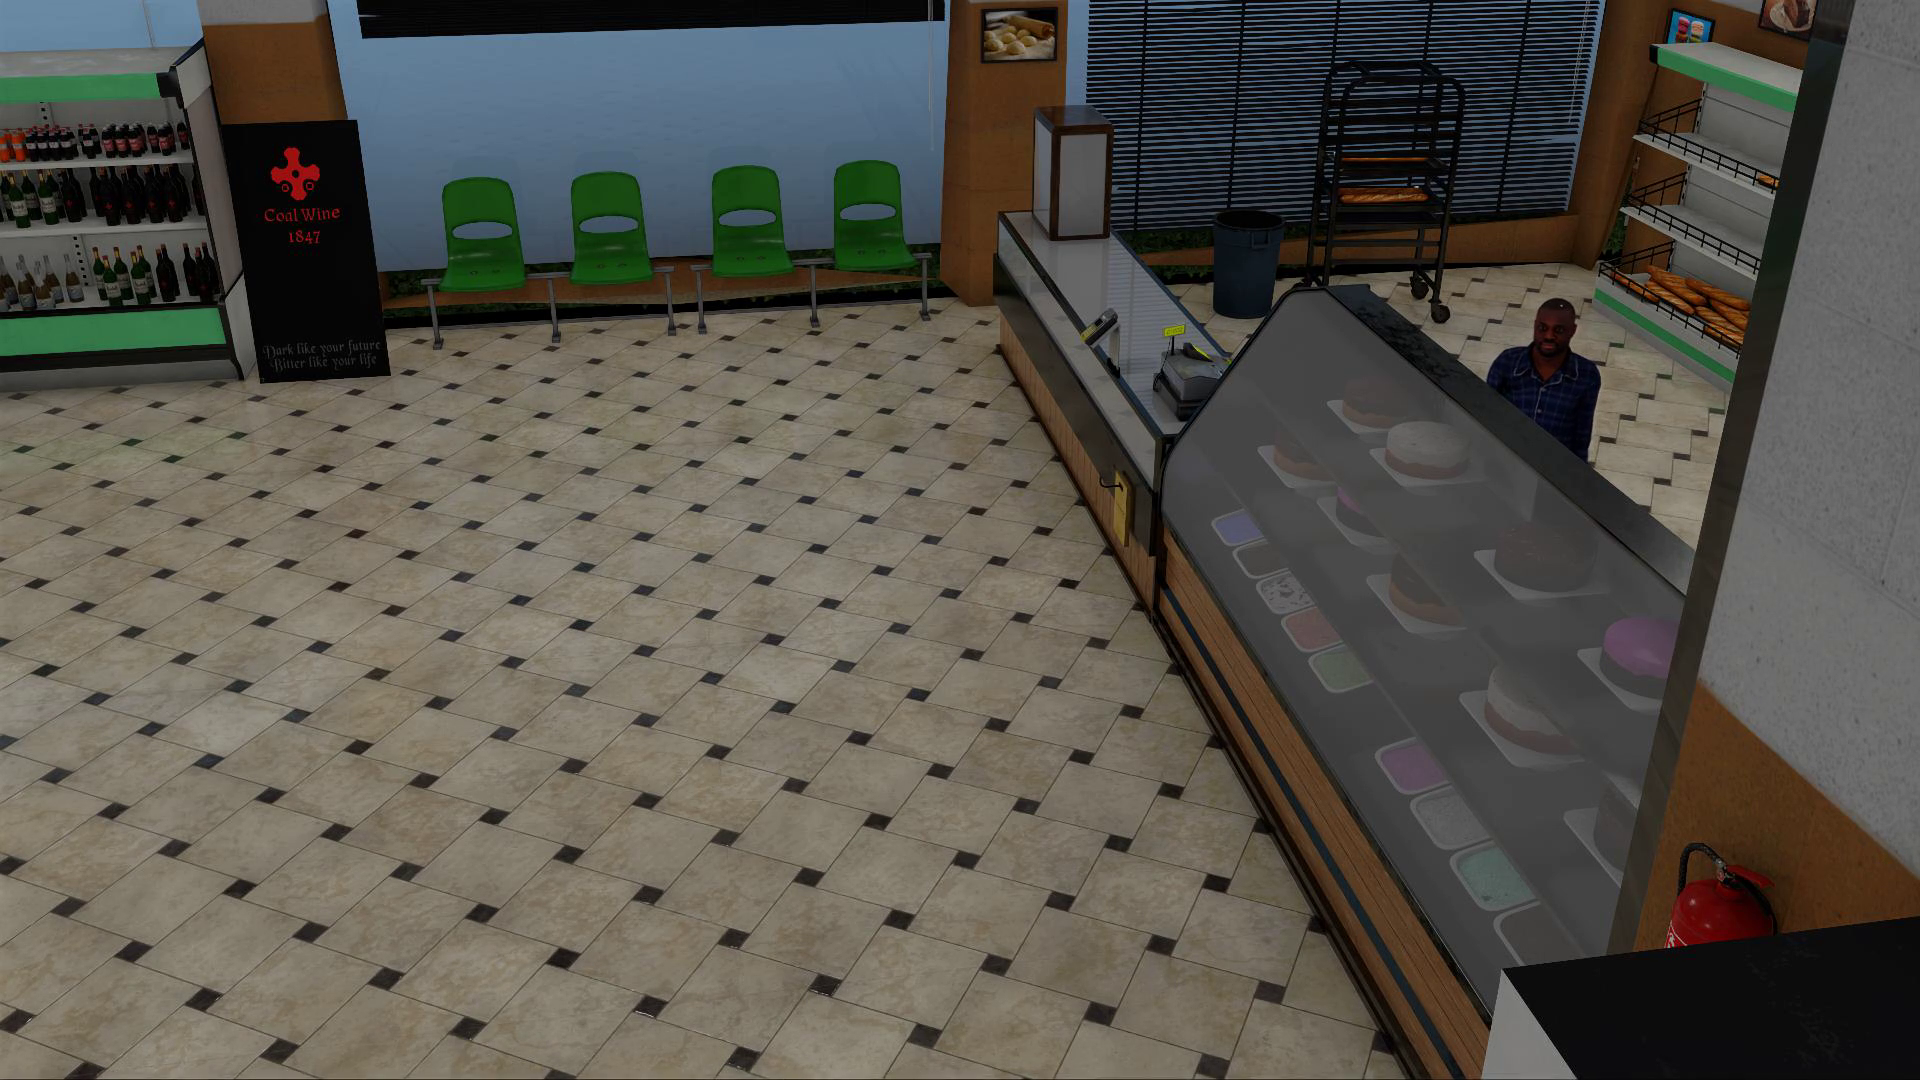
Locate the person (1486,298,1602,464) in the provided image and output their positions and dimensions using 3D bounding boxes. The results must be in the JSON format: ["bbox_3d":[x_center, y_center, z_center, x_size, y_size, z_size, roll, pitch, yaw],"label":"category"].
[{"bbox_3d":[2.580,-0.234,7.589,0.727,1.824,0.831,10,28,18],"label":"person"}]
